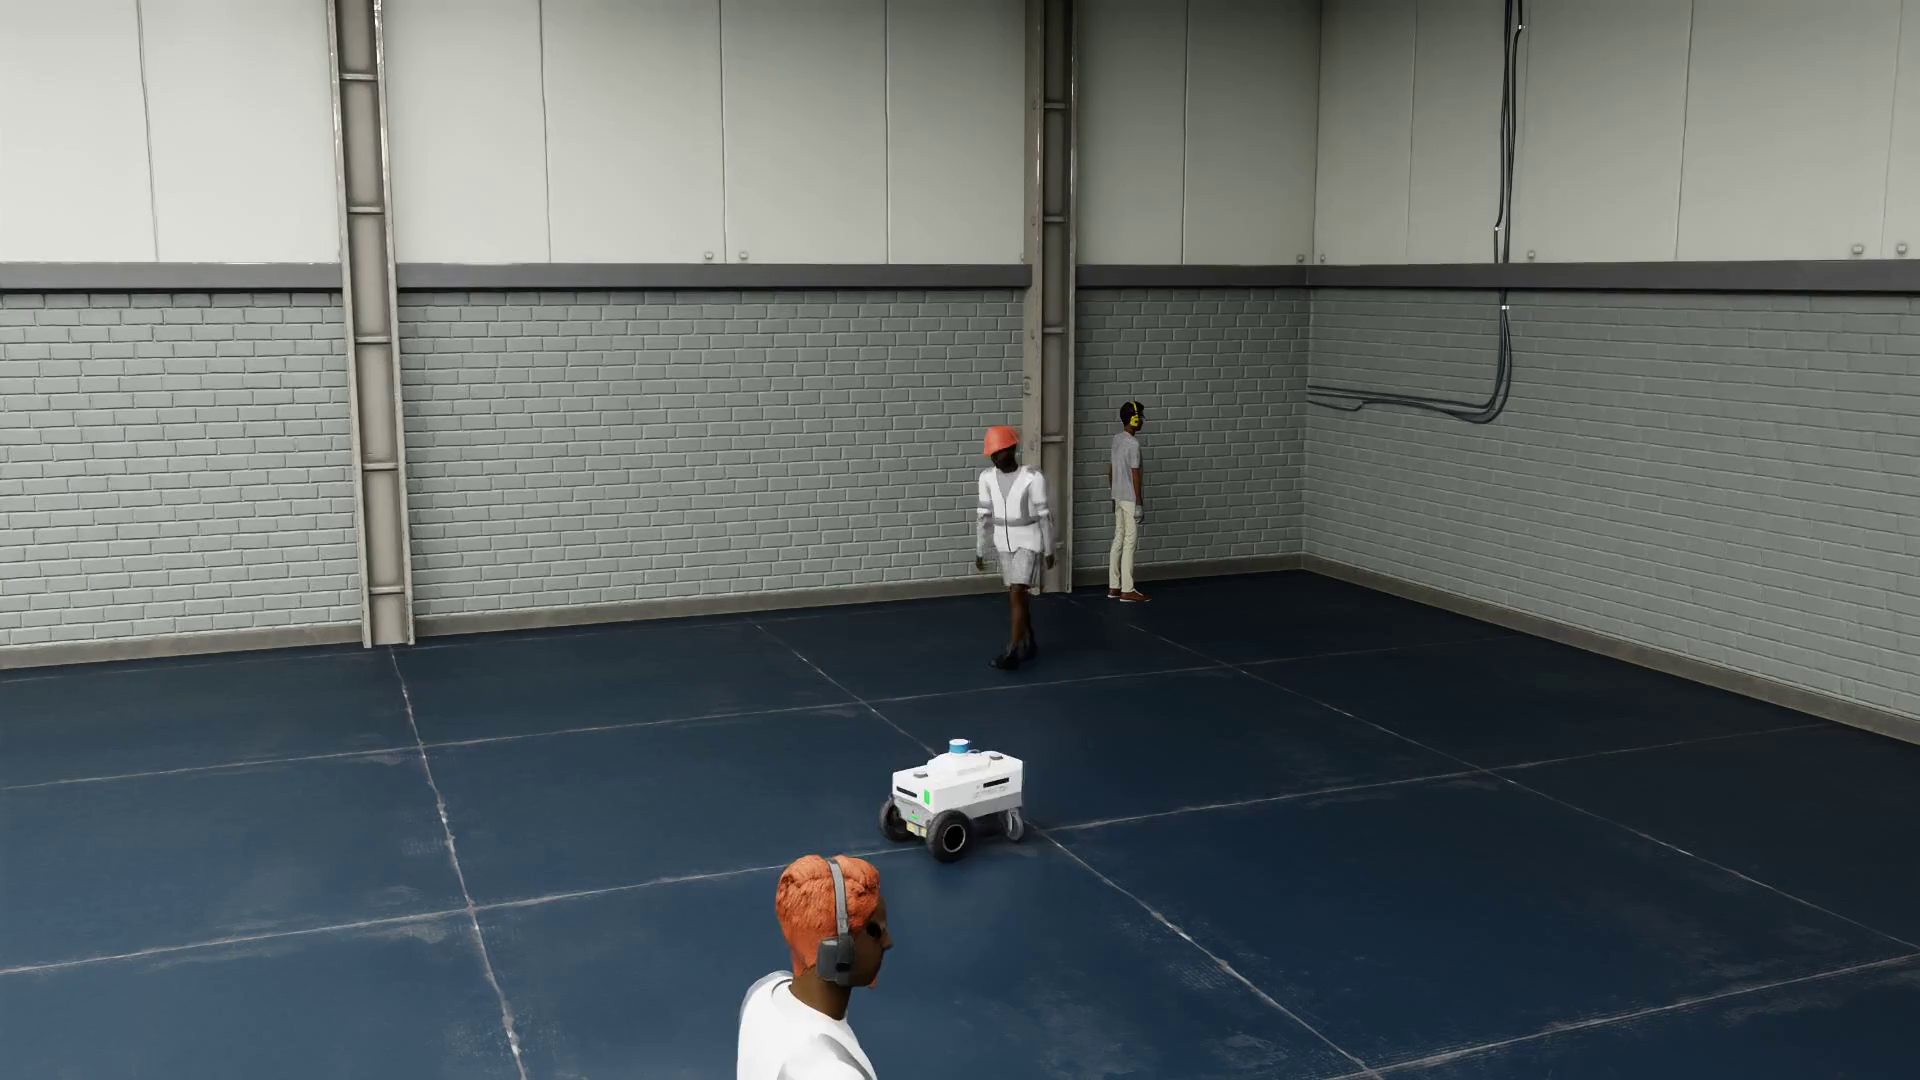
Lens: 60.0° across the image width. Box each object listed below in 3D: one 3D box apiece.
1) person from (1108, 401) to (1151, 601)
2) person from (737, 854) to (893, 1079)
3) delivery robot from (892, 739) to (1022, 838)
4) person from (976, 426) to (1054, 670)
[{"bbox_3d":[1.576,-0.360,15.527,0.312,1.865,0.537,-4,10,-22],"label":"person"},{"bbox_3d":[-0.281,1.558,3.423,0.340,1.883,0.586,-4,10,-22],"label":"person"},{"bbox_3d":[-0.006,1.307,8.870,0.707,0.478,0.477,-7,12,-39],"label":"delivery robot"},{"bbox_3d":[0.406,0.055,12.844,0.567,1.877,0.930,5,11,31],"label":"person"}]
